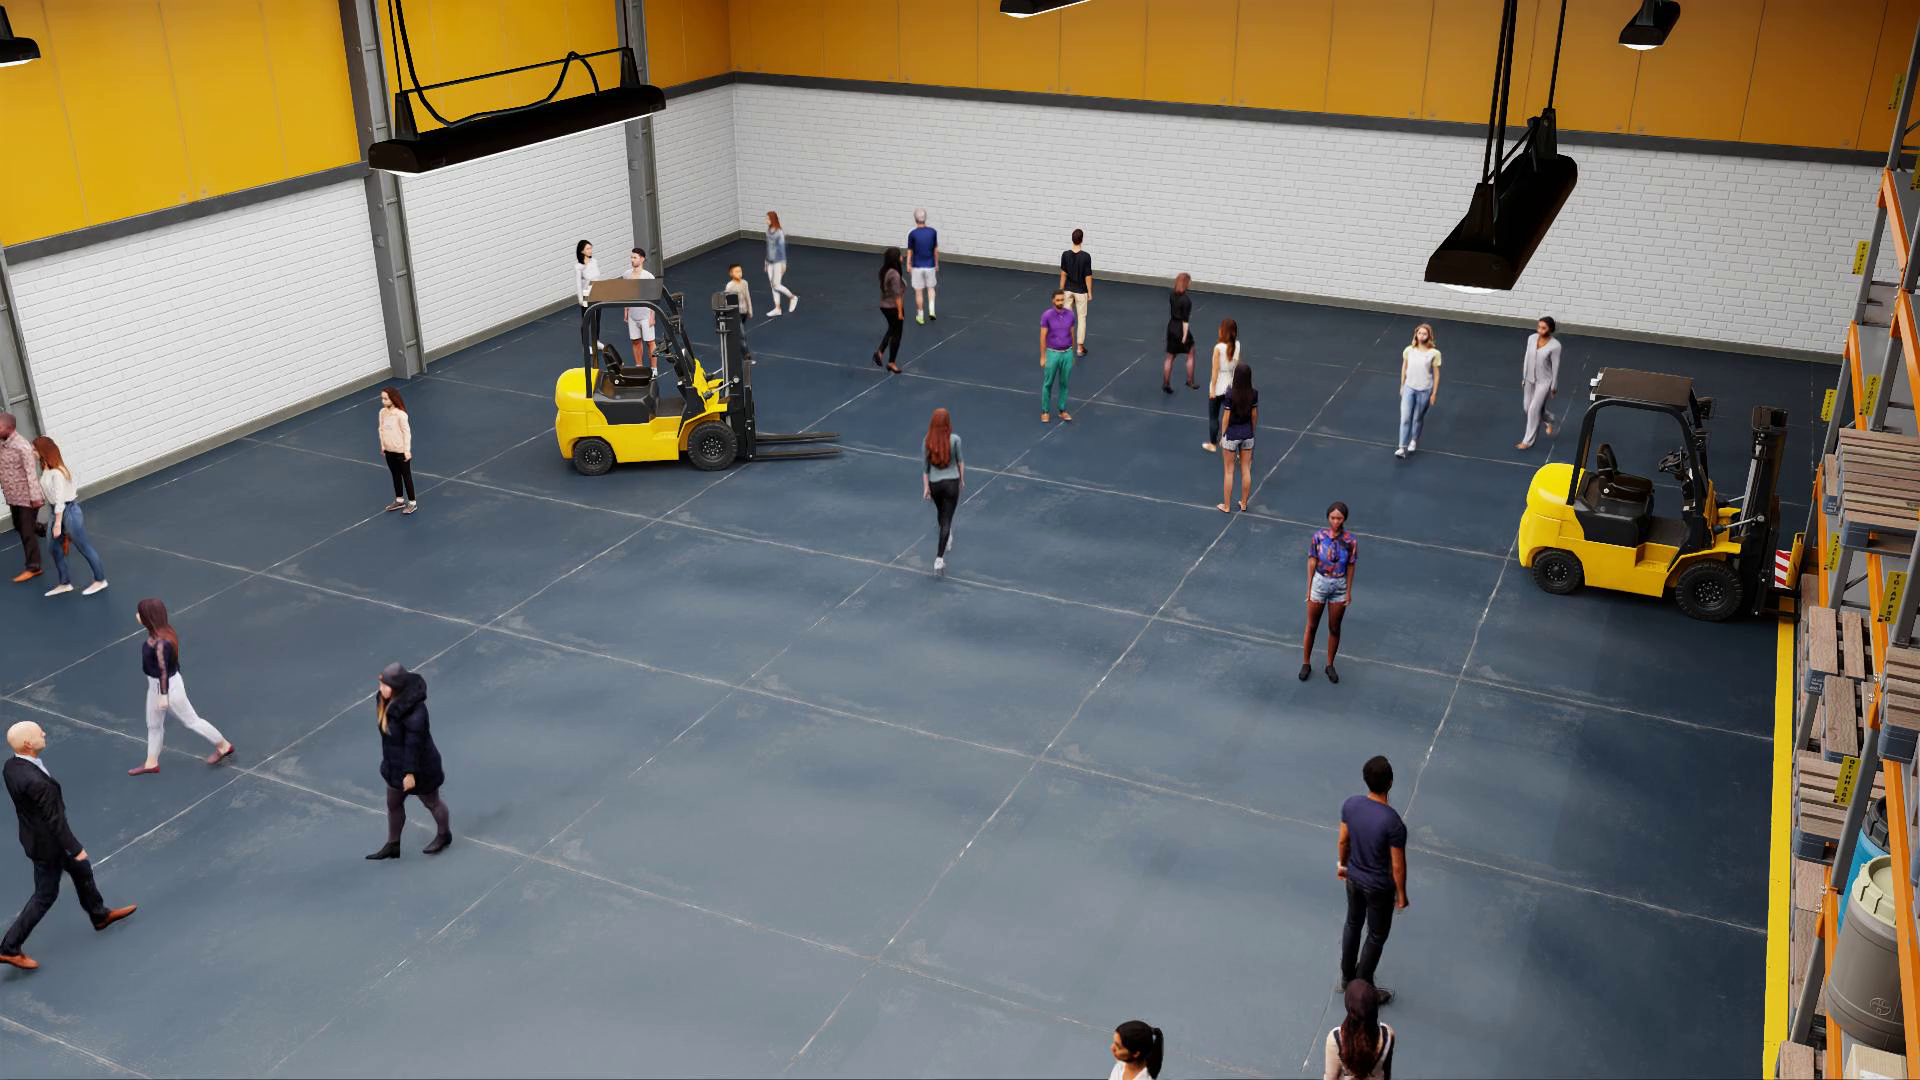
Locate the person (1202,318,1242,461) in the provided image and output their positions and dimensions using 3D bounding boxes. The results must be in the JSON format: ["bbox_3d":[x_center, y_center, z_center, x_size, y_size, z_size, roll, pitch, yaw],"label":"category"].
[{"bbox_3d":[3.296,-1.820,20.398,1.049,1.759,1.026,-13,27,-27],"label":"person"}]

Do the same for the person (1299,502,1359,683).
[{"bbox_3d":[3.372,0.463,15.199,0.637,1.741,0.598,4,24,9],"label":"person"}]

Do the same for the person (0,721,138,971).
[{"bbox_3d":[-6.345,2.102,11.402,1.292,1.779,1.021,-18,30,-36],"label":"person"}]

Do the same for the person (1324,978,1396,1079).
[{"bbox_3d":[2.196,3.171,9.138,0.798,1.633,0.945,-2,24,-4],"label":"person"}]

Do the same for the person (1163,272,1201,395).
[{"bbox_3d":[2.920,-2.801,22.735,0.922,1.687,0.816,-16,28,-32],"label":"person"}]

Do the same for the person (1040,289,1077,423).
[{"bbox_3d":[1.282,-2.428,21.781,0.708,1.767,0.747,-6,24,-14],"label":"person"}]

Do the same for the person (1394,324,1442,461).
[{"bbox_3d":[5.689,-1.855,20.570,0.640,1.688,1.053,11,26,24],"label":"person"}]

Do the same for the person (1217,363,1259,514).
[{"bbox_3d":[3.161,-1.161,18.883,0.653,1.767,0.693,-5,24,-12],"label":"person"}]

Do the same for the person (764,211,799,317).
[{"bbox_3d":[-2.842,-4.383,26.352,0.884,1.687,0.792,-18,29,-35],"label":"person"}]

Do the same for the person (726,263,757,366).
[{"bbox_3d":[-3.257,-3.309,24.198,0.821,1.445,0.986,20,31,38],"label":"person"}]

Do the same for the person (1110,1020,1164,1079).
[{"bbox_3d":[1.008,3.258,8.949,0.833,1.627,0.790,-6,24,-13],"label":"person"}]

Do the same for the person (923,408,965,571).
[{"bbox_3d":[-0.167,-0.499,17.452,0.794,1.700,1.227,4,24,8],"label":"person"}]

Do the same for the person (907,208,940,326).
[{"bbox_3d":[-0.550,-4.233,25.834,0.839,1.829,0.897,-6,24,-13],"label":"person"}]

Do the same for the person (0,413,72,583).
[{"bbox_3d":[-9.669,-0.488,17.324,0.816,1.783,1.044,17,29,34],"label":"person"}]

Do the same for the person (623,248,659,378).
[{"bbox_3d":[-4.494,-3.206,23.449,0.665,1.856,0.545,11,26,23],"label":"person"}]

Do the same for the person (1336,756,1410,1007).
[{"bbox_3d":[2.715,2.270,11.011,0.718,1.785,0.762,-17,29,-34],"label":"person"}]

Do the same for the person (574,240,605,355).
[{"bbox_3d":[-5.478,-3.605,24.557,0.683,1.699,0.493,13,27,27],"label":"person"}]

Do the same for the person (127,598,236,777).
[{"bbox_3d":[-6.446,1.219,13.681,1.131,1.573,1.017,-11,26,-23],"label":"person"}]

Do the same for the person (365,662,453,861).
[{"bbox_3d":[-4.070,1.652,12.590,0.831,1.653,0.976,20,31,38],"label":"person"}]

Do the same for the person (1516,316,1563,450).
[{"bbox_3d":[7.335,-1.997,20.879,1.110,1.701,0.955,-16,28,-33],"label":"person"}]

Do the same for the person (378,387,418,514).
[{"bbox_3d":[-6.416,-1.035,18.948,0.562,1.484,0.491,11,26,23],"label":"person"}]

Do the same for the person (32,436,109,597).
[{"bbox_3d":[-8.983,-0.263,16.903,0.735,1.706,0.879,18,30,36],"label":"person"}]

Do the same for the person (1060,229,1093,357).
[{"bbox_3d":[1.704,-3.643,24.454,0.646,1.852,0.561,9,25,20],"label":"person"}]

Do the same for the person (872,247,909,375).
[{"bbox_3d":[-1.046,-3.218,23.511,0.900,1.828,0.840,-11,26,-24],"label":"person"}]
